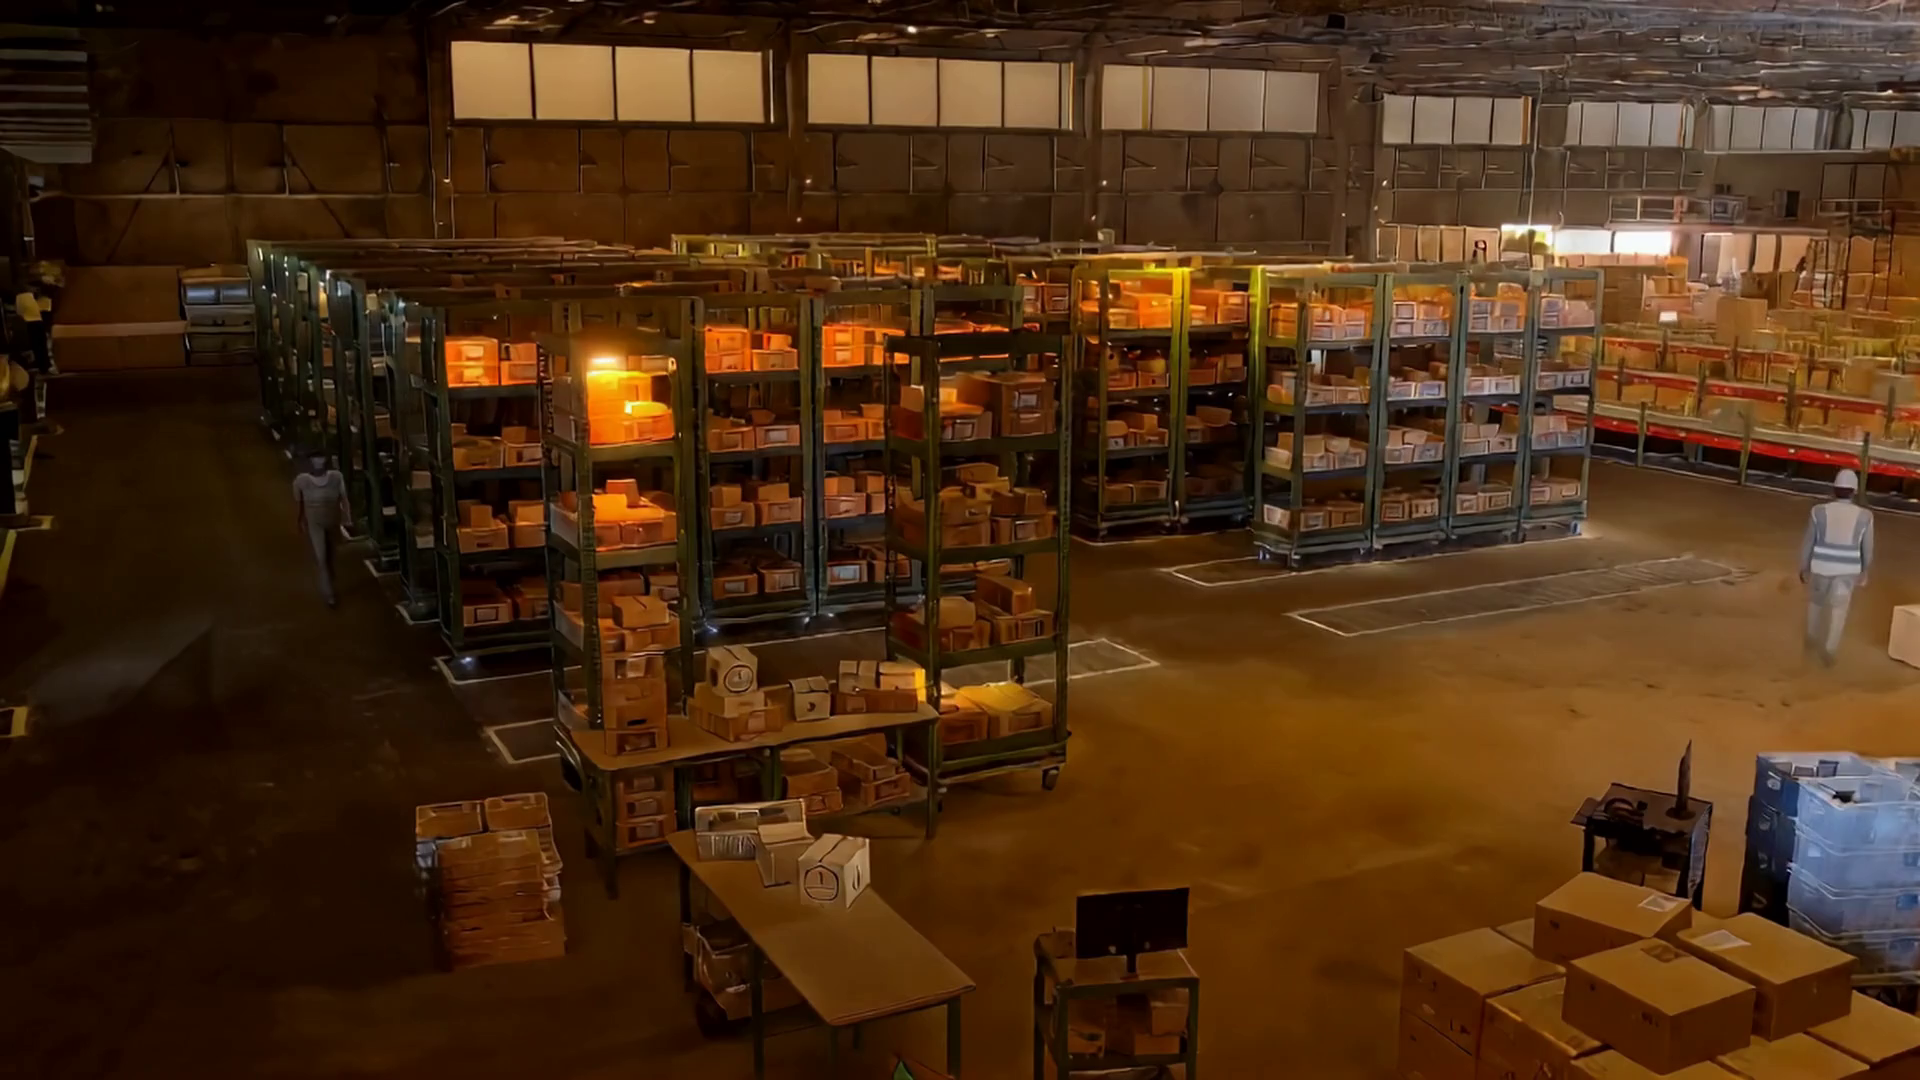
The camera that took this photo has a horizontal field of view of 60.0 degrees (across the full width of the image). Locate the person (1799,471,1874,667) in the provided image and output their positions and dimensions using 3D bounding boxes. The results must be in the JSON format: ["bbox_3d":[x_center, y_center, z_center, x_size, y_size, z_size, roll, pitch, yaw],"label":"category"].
[{"bbox_3d":[8.744,0.252,16.613,0.640,1.902,0.957,6,13,26],"label":"person"}]

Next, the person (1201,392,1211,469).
[{"bbox_3d":[4.216,-2.025,27.521,0.600,1.809,0.772,12,17,44],"label":"person"}]

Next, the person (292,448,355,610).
[{"bbox_3d":[-7.225,-0.173,18.863,0.589,1.808,0.934,-8,15,-34],"label":"person"}]

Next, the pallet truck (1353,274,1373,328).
[{"bbox_3d":[13.011,-8.050,55.243,0.823,1.965,1.885,-7,14,-28],"label":"pallet truck"}]

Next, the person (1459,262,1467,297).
[{"bbox_3d":[17.634,-8.771,58.560,0.471,2.030,0.624,10,16,39],"label":"person"}]
